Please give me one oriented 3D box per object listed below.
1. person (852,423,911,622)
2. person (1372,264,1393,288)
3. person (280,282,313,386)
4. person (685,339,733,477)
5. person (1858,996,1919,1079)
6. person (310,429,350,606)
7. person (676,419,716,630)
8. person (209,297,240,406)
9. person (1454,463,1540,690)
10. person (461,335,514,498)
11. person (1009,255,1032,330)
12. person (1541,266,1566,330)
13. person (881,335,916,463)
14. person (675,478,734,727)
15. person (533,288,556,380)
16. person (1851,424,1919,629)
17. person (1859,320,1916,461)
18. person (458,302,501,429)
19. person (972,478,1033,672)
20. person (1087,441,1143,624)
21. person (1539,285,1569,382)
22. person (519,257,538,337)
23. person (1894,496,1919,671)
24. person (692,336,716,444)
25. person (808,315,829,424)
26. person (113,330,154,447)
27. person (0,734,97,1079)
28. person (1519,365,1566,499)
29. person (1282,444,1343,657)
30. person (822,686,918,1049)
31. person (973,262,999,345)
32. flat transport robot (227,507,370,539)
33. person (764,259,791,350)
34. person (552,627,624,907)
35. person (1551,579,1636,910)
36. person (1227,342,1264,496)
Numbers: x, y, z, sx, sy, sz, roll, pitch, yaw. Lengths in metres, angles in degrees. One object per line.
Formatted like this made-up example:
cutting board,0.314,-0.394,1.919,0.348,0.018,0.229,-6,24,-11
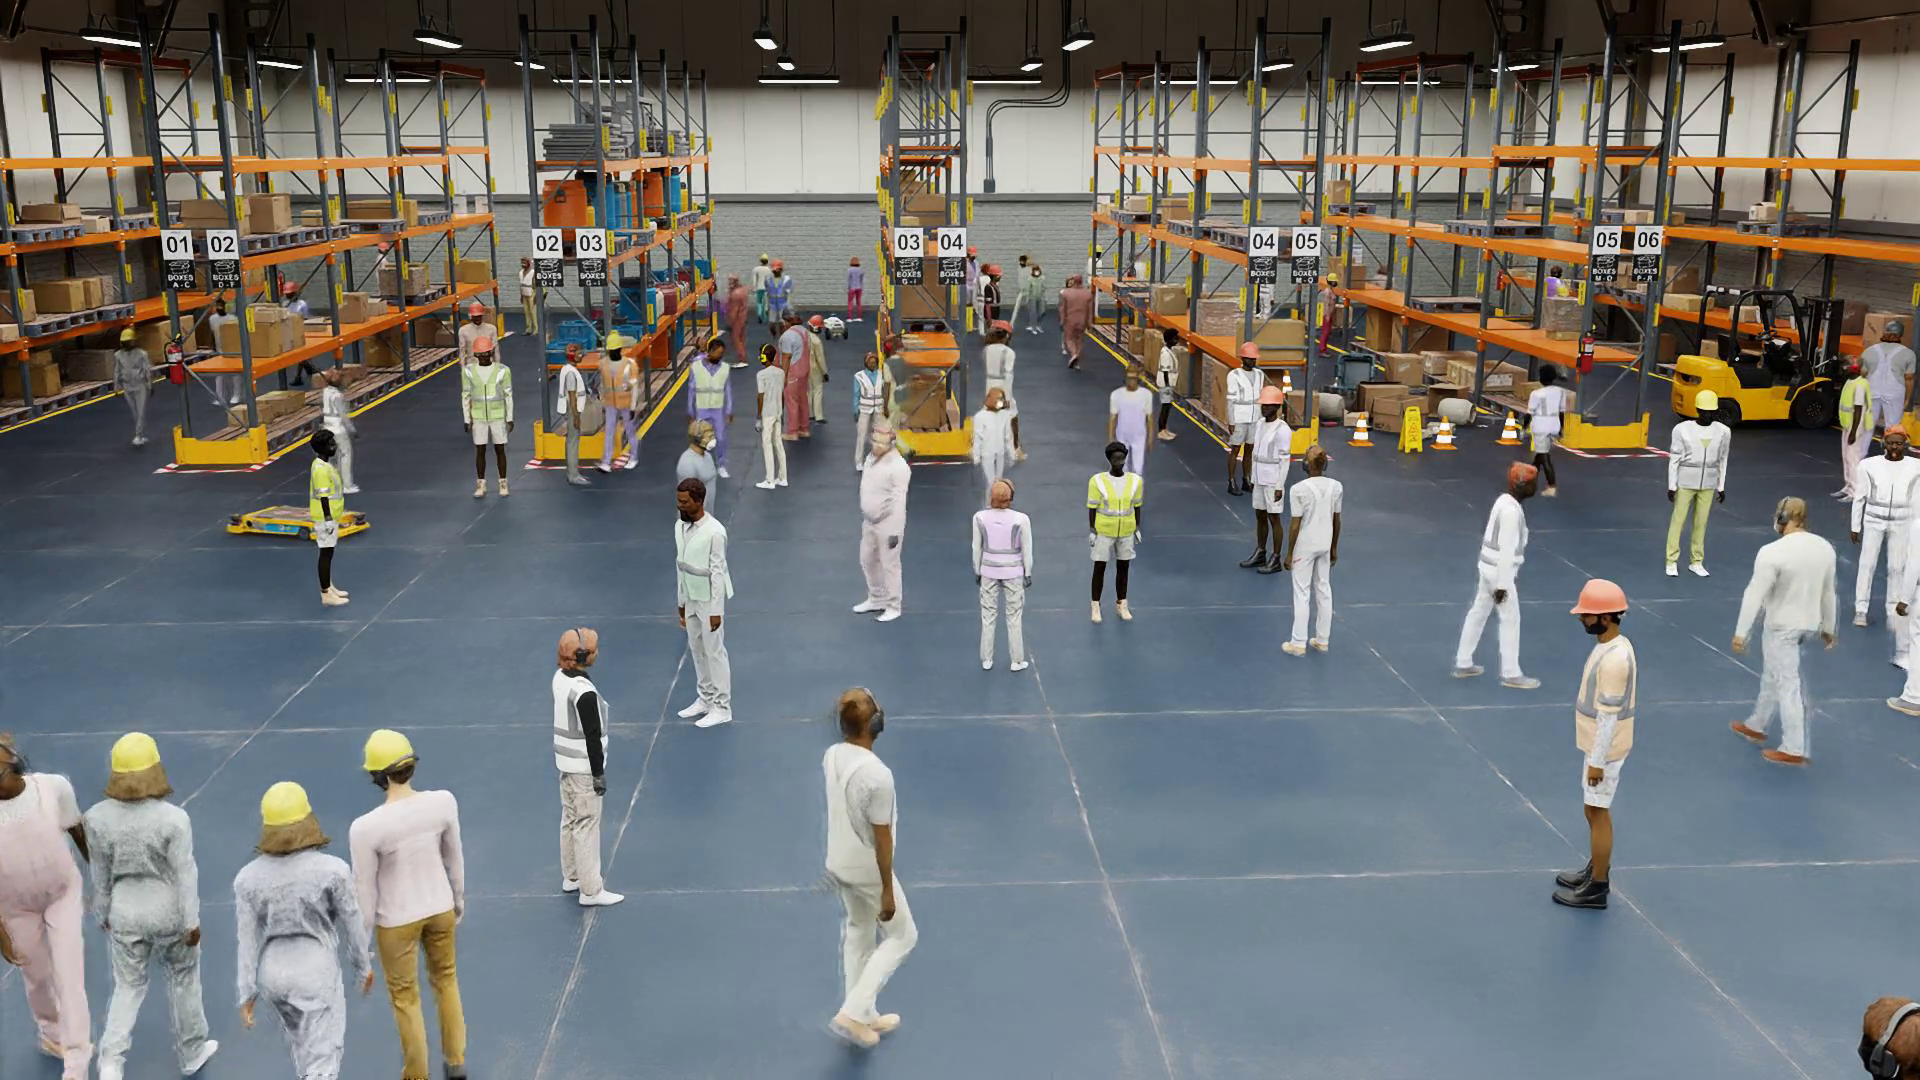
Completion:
person,-0.706,-0.154,15.285,0.442,1.879,0.688,-9,16,-35
person,9.981,-5.719,39.362,0.516,1.623,0.374,1,13,3
person,-12.237,-3.821,30.741,0.544,1.917,0.693,3,14,13
person,-3.332,-1.709,21.875,0.673,1.881,0.483,-8,15,-29
person,2.800,2.261,5.115,0.622,1.844,0.429,-7,15,-26
person,-6.060,-0.222,15.944,0.318,1.695,0.539,-5,14,-19
person,-2.376,-0.141,15.118,0.368,1.931,0.623,2,13,9
person,-12.492,-3.180,28.174,0.560,1.833,0.886,0,13,0
person,4.403,0.282,13.521,0.669,1.856,0.593,2,13,8
person,-5.889,-1.533,20.758,0.616,2.041,0.378,-2,13,-8
person,1.477,-5.909,39.814,0.481,1.809,0.970,11,17,40
person,12.695,-4.939,35.625,0.430,1.840,0.625,-8,16,-31
person,-0.870,-1.865,22.629,0.547,1.821,0.580,5,14,22
person,-1.944,0.460,12.618,0.391,1.910,0.584,-12,18,-41
person,-7.851,-3.888,31.350,0.338,1.757,0.518,0,13,1
person,8.432,-0.120,15.144,0.579,1.878,0.351,6,15,25
person,12.669,-2.002,22.748,0.686,2.000,0.535,12,18,42
person,-7.450,-2.702,25.847,0.621,1.986,0.407,-6,15,-24
person,0.353,0.298,13.857,0.513,1.645,0.307,3,14,13
person,1.425,-0.074,15.316,0.536,1.696,0.322,-3,14,-11
person,11.243,-3.902,31.326,0.602,1.798,0.877,-2,13,-7
person,-9.996,-5.652,38.654,0.561,1.840,0.391,10,17,37
person,8.104,0.238,13.608,0.682,1.869,0.789,-5,14,-20
person,-3.742,-2.144,24.210,0.315,1.640,0.515,4,14,16
person,-2.276,-2.694,26.330,0.388,1.735,0.569,-7,15,-26
person,-12.129,-2.211,24.333,0.507,1.702,0.849,-1,13,-4
person,-4.227,1.700,7.627,0.569,1.780,0.823,-8,15,-31
person,7.310,-1.387,20.961,0.554,1.643,0.859,-6,15,-24
person,3.022,0.090,14.304,0.515,1.844,0.333,-5,14,-21
person,-0.438,1.585,8.013,0.405,1.823,0.519,-11,17,-38
person,0.572,-5.146,36.445,0.582,1.866,0.618,-1,13,-3
flat transport robot,-7.535,-0.206,18.930,1.431,0.197,0.652,4,14,17
person,-3.863,-4.943,35.265,0.602,2.022,0.431,2,13,7
person,-2.180,1.305,9.605,0.307,1.637,0.525,-9,16,-33
person,3.660,1.168,9.583,0.391,1.923,0.549,5,14,19
person,3.610,-1.529,20.967,0.546,1.938,0.361,-8,15,-30
